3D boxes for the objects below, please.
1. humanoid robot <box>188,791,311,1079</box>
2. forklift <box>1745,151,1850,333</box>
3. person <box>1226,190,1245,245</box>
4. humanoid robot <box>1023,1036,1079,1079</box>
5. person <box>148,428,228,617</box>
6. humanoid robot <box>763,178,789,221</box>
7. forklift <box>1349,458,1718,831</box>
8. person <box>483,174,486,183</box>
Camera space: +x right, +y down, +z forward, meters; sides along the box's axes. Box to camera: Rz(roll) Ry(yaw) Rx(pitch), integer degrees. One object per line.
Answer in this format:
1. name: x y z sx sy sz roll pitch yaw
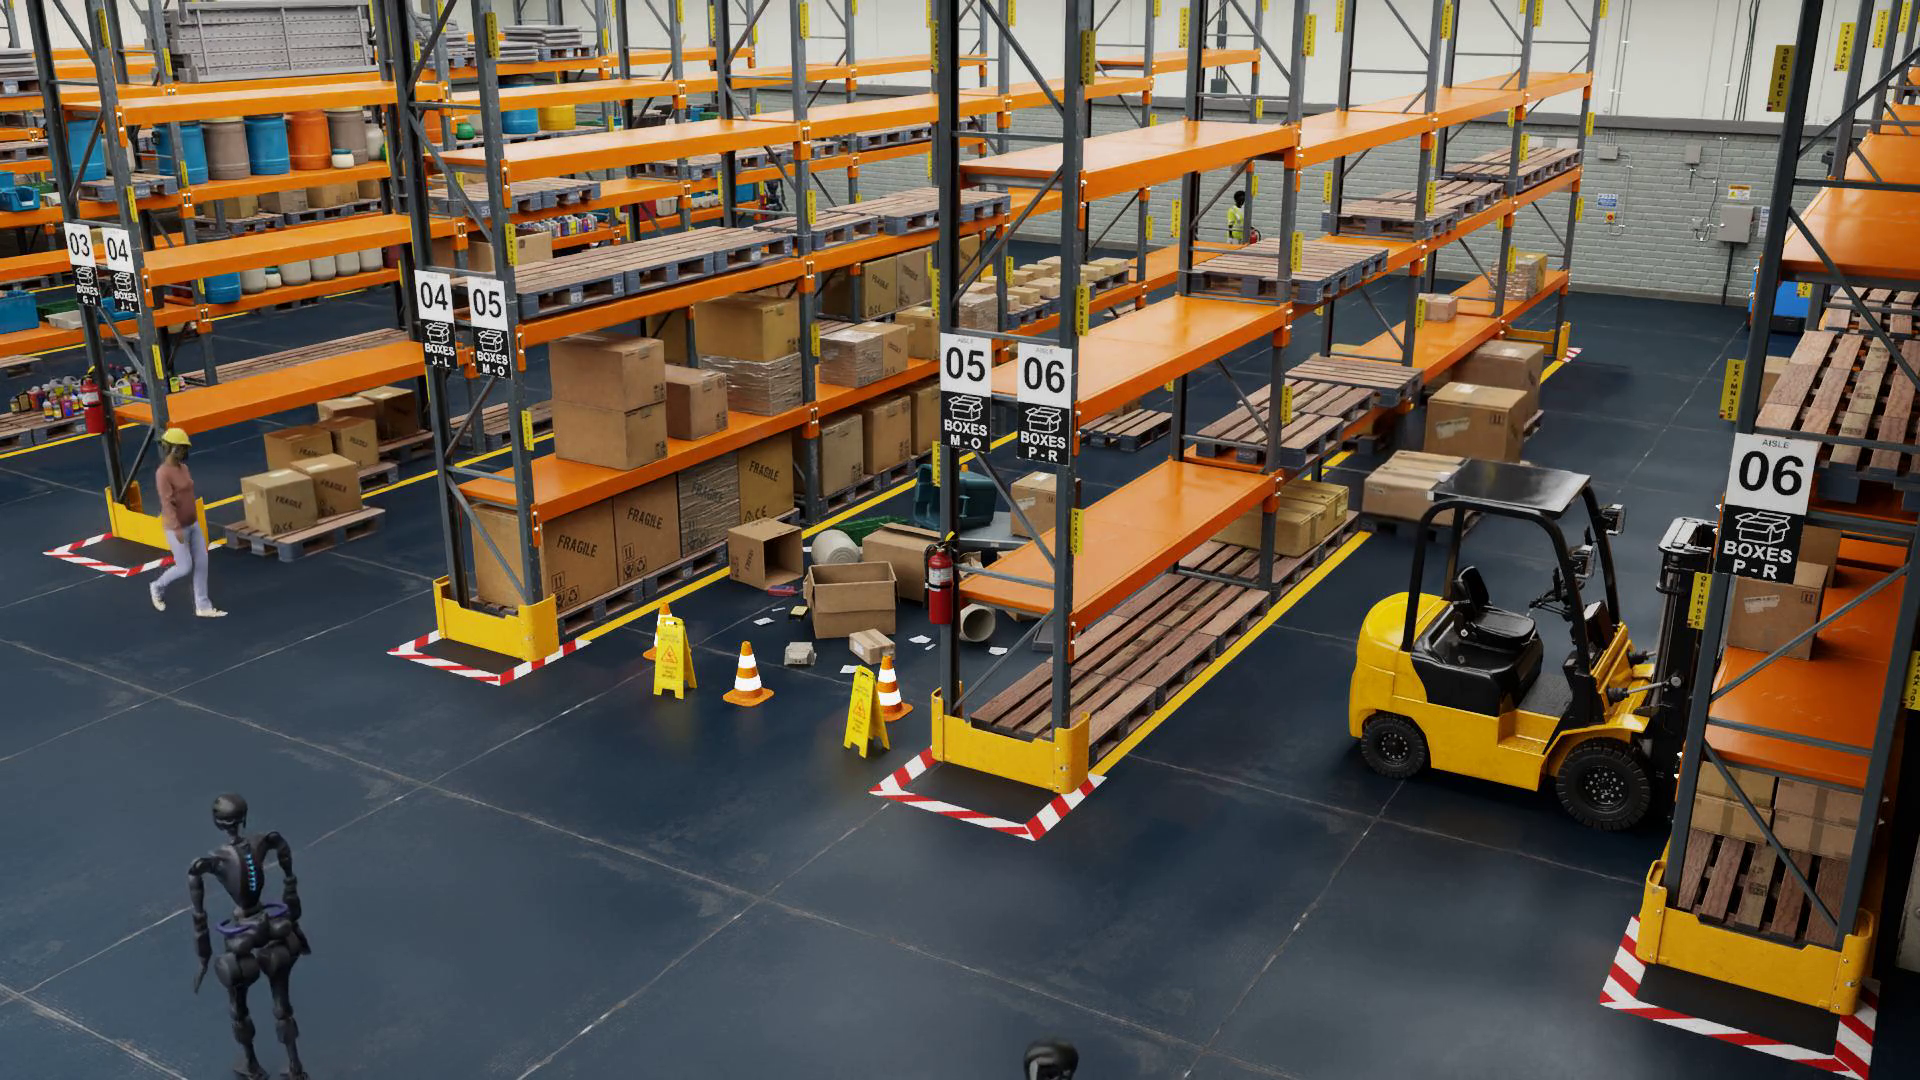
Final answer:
1. humanoid robot: -3.633 2.061 8.512 0.409 1.645 0.590 16 24 38
2. forklift: 13.620 -4.667 26.137 1.873 2.768 1.129 11 22 29
3. person: 5.070 -5.554 30.483 0.318 1.698 0.533 16 25 39
4. humanoid robot: 0.420 2.712 6.619 0.374 1.647 0.589 2 19 7
5. person: -6.940 -0.128 14.787 0.617 1.713 0.551 2 19 6
6. humanoid robot: -3.881 -7.008 34.720 0.602 1.654 0.344 -14 24 -36
7. forklift: 3.988 0.658 11.776 2.313 2.155 1.214 11 22 29
8. person: -10.410 -7.768 36.895 0.388 1.681 0.524 5 20 15
